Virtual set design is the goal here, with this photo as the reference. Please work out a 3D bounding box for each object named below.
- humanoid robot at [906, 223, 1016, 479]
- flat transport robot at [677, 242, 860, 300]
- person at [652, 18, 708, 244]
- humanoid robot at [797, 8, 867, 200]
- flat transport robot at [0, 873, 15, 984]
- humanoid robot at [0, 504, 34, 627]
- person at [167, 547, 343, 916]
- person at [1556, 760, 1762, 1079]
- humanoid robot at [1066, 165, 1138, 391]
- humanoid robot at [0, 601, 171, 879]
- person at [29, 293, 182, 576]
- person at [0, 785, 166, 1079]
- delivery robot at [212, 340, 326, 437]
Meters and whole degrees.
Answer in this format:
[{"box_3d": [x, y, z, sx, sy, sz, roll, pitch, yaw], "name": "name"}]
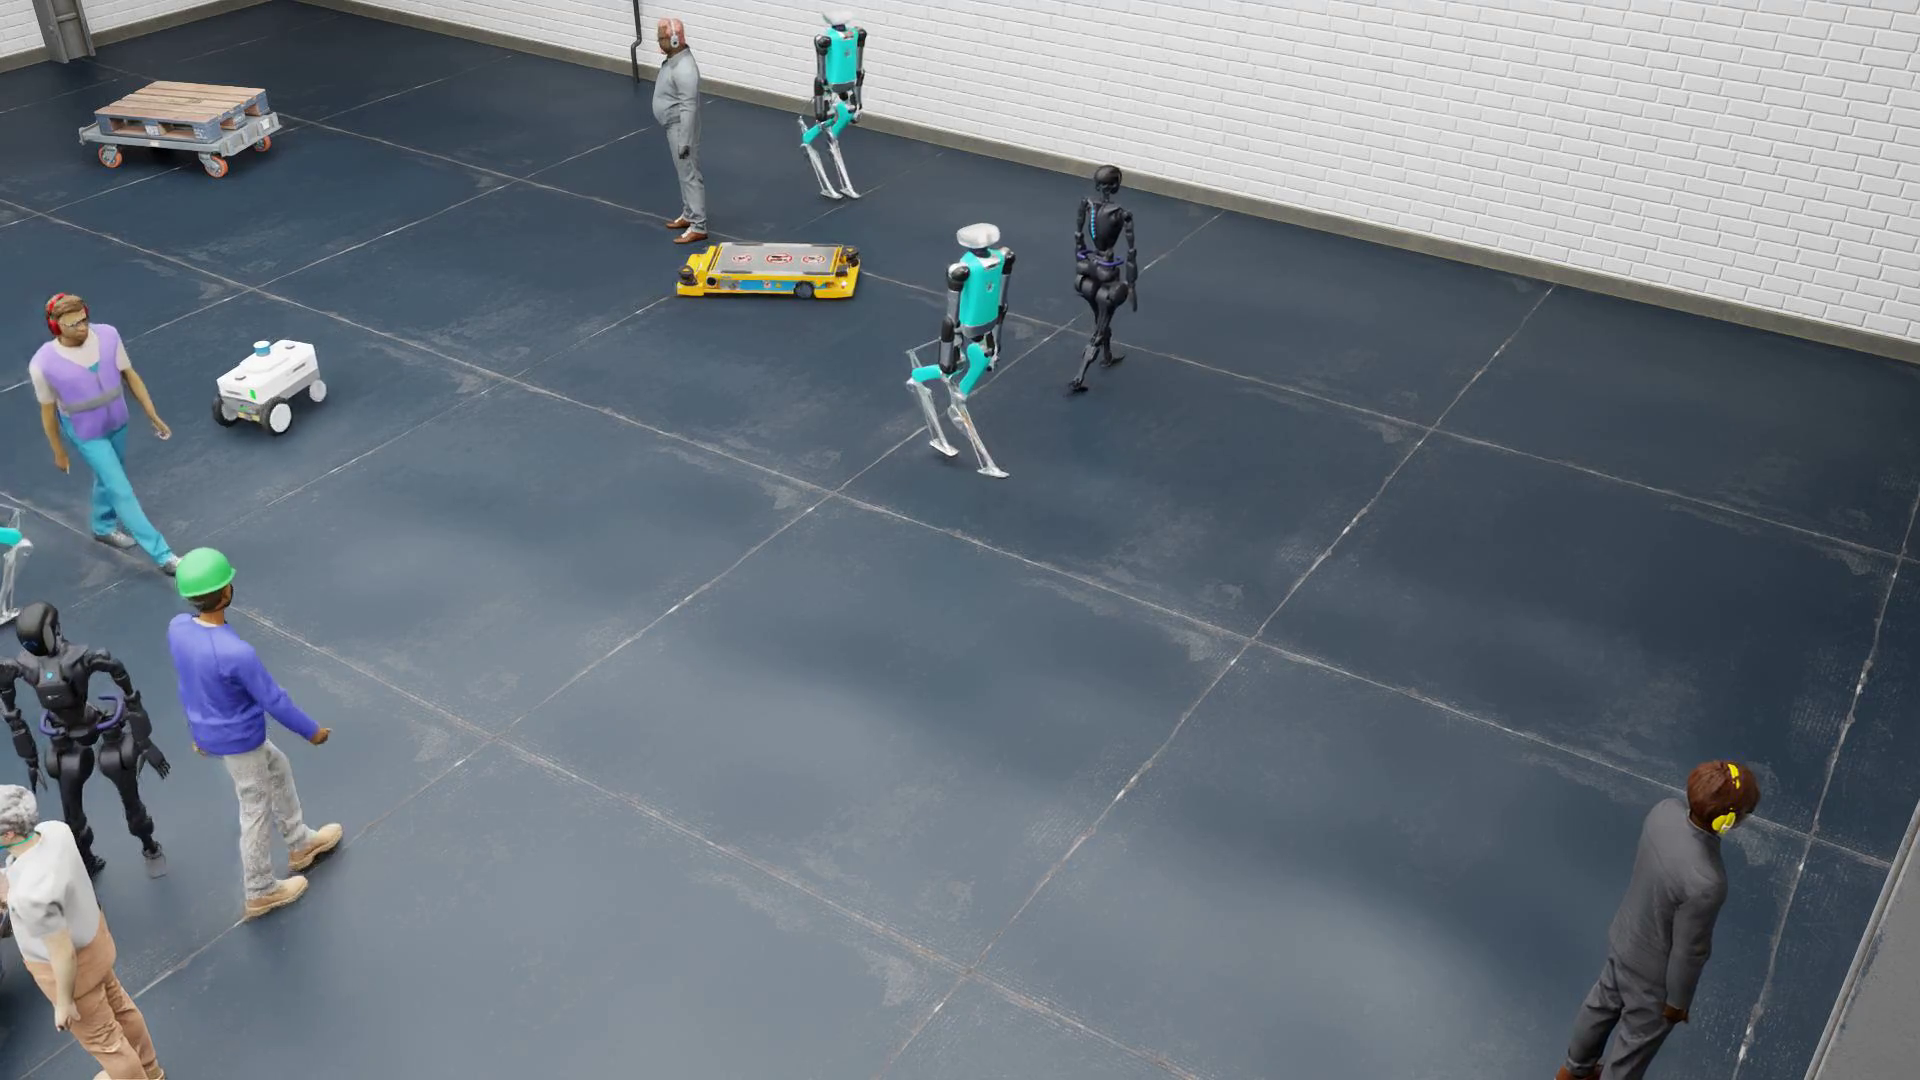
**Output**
[{"box_3d": [-0.036, -1.253, 10.865, 0.550, 1.793, 0.846, -27, 42, -35], "name": "humanoid robot"}, {"box_3d": [-1.566, -2.218, 13.707, 1.431, 0.231, 0.659, 1, 33, 2], "name": "flat transport robot"}, {"box_3d": [-2.390, -3.488, 14.171, 0.414, 1.908, 0.642, -9, 34, -14], "name": "person"}, {"box_3d": [-1.194, -3.939, 14.968, 0.533, 1.735, 0.689, -26, 41, -34], "name": "humanoid robot"}, {"box_3d": [-4.681, 2.055, 7.058, 0.659, 0.231, 1.431, -5, 33, -8], "name": "flat transport robot"}, {"box_3d": [-5.568, -0.180, 9.282, 0.537, 1.892, 0.735, 21, 38, 29], "name": "humanoid robot"}, {"box_3d": [-3.171, 0.842, 7.476, 0.496, 1.846, 0.671, 22, 39, 31], "name": "person"}, {"box_3d": [2.651, 1.578, 6.332, 0.348, 1.867, 0.485, -2, 33, -2], "name": "person"}, {"box_3d": [1.010, -1.891, 11.944, 0.585, 1.632, 0.777, 27, 42, 35], "name": "humanoid robot"}, {"box_3d": [-3.949, 0.926, 7.530, 0.627, 1.640, 0.391, -7, 33, -11], "name": "humanoid robot"}, {"box_3d": [-5.043, -0.635, 9.834, 0.967, 1.787, 0.567, 12, 35, 18], "name": "person"}, {"box_3d": [-3.410, 1.614, 6.379, 0.306, 1.743, 0.497, -10, 34, -15], "name": "person"}, {"box_3d": [-4.865, -1.094, 11.710, 0.499, 0.612, 0.814, 11, 34, 17], "name": "delivery robot"}]
